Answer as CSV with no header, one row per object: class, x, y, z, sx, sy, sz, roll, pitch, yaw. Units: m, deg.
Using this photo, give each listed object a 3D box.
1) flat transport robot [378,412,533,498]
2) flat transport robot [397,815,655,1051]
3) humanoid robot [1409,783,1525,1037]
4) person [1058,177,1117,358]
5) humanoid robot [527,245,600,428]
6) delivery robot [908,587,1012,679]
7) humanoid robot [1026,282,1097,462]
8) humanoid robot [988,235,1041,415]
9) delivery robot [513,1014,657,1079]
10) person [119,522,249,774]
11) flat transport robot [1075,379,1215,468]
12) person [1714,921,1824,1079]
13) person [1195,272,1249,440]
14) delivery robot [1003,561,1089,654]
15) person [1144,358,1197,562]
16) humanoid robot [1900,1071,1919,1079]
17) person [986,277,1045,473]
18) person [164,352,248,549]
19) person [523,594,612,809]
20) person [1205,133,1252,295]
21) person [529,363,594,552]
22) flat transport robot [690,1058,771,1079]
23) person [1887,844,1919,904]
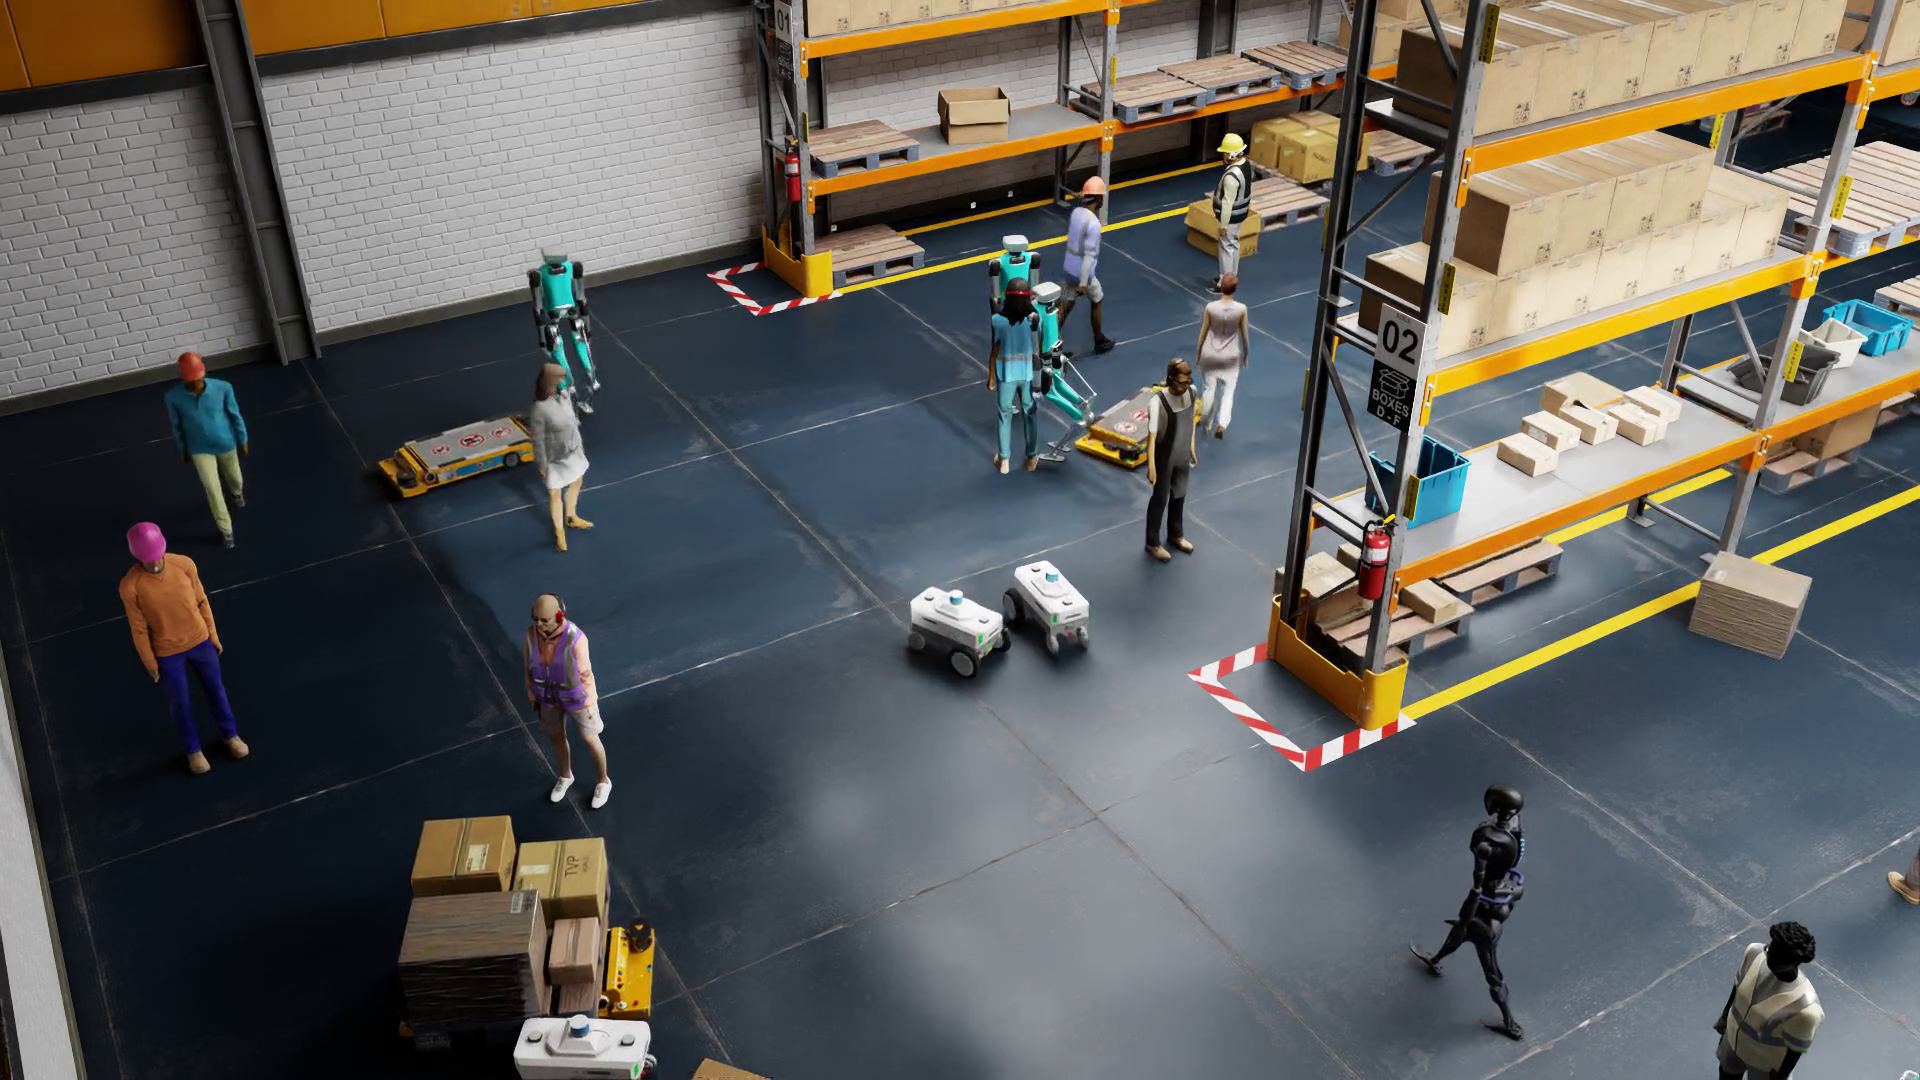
flat transport robot,-4.564,-0.798,15.356,1.431,0.231,0.659,-21,38,-29
flat transport robot,-2.566,2.610,9.922,1.431,0.231,0.659,-3,32,-5
humanoid robot,2.992,2.064,9.511,0.798,1.622,0.589,22,38,31
person,1.270,-2.749,16.945,0.928,1.881,0.565,-16,35,-23
humanoid robot,-3.641,-1.863,15.614,0.535,1.731,0.718,-18,37,-27
delivery robot,-0.014,0.668,12.758,0.803,0.603,0.499,21,38,30
humanoid robot,0.950,-1.468,14.920,0.735,1.674,0.533,16,35,24
humanoid robot,0.615,-1.990,15.784,0.530,1.686,0.760,-13,34,-19
delivery robot,-2.103,2.884,9.233,0.811,0.613,0.499,1,32,2
person,-5.325,0.714,11.345,0.520,1.973,0.399,-27,41,-35
flat transport robot,1.776,-1.116,15.864,0.659,0.231,1.431,23,39,32
person,4.112,2.611,8.578,0.320,1.693,0.532,-8,33,-12
person,2.420,-1.672,15.456,0.493,1.634,0.475,8,33,12
delivery robot,0.714,0.484,13.029,0.499,0.580,0.756,-14,35,-21
person,1.738,-0.674,13.689,0.514,1.835,0.356,-23,39,-32
humanoid robot,4.393,2.833,8.182,0.585,1.770,0.878,-27,41,-36
person,0.510,-1.464,14.915,0.541,1.864,0.371,-3,32,-5
person,-6.342,-0.860,14.096,0.565,1.715,0.797,-14,35,-21
person,-2.630,1.061,11.060,0.486,1.685,0.355,7,33,11
person,2.977,-3.591,18.354,0.403,1.821,0.597,13,35,20
person,-3.362,-0.708,13.909,0.363,1.641,0.563,17,36,25
flat transport robot,-1.509,3.574,8.384,0.659,0.231,1.431,12,34,18
person,6.190,1.502,10.267,0.484,1.776,0.316,-4,32,-6
